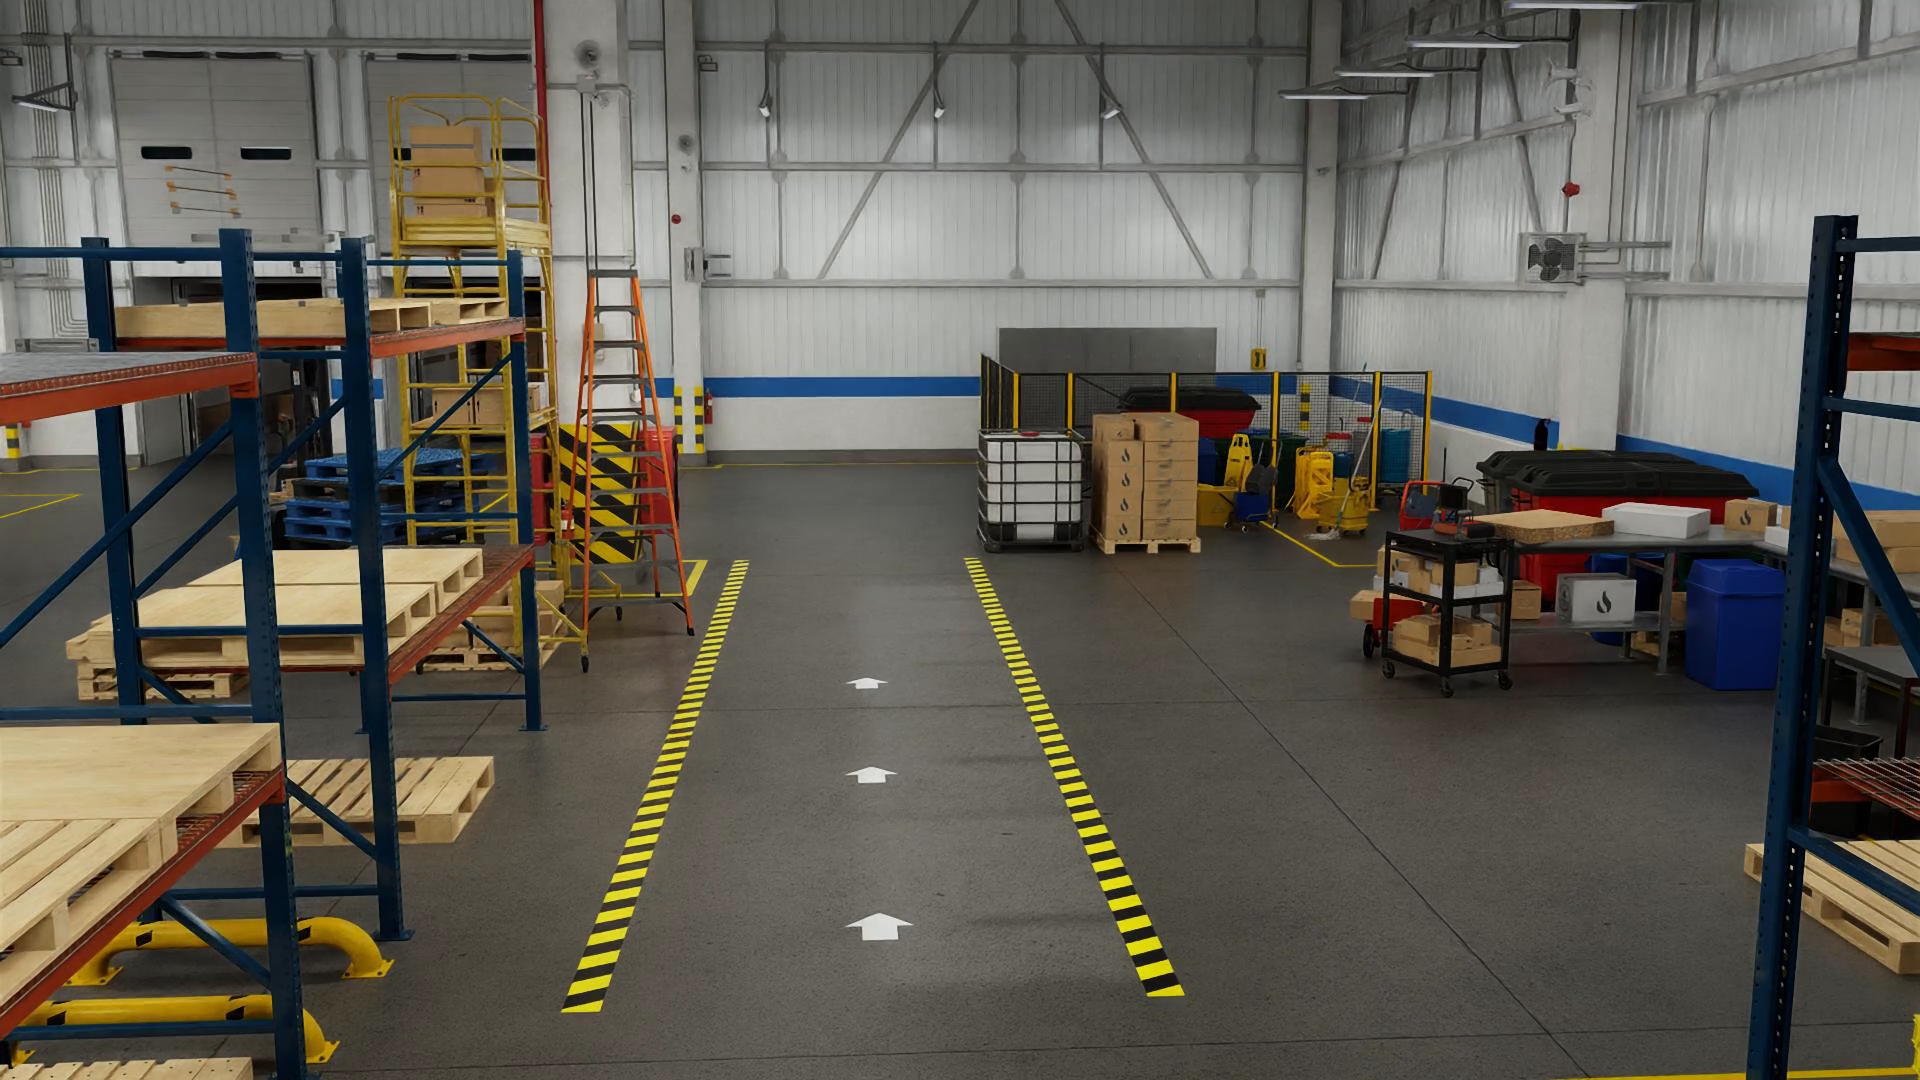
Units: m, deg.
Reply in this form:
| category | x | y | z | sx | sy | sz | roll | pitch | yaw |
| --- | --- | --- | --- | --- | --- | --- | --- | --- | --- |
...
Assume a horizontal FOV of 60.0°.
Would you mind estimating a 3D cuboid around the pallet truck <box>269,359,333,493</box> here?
| category | x | y | z | sx | sy | sz | roll | pitch | yaw |
| --- | --- | --- | --- | --- | --- | --- | --- | --- | --- |
| pallet truck | -7.062 | -1.131 | 18.996 | 1.885 | 1.965 | 0.823 | 2 | 9 | 13 |
